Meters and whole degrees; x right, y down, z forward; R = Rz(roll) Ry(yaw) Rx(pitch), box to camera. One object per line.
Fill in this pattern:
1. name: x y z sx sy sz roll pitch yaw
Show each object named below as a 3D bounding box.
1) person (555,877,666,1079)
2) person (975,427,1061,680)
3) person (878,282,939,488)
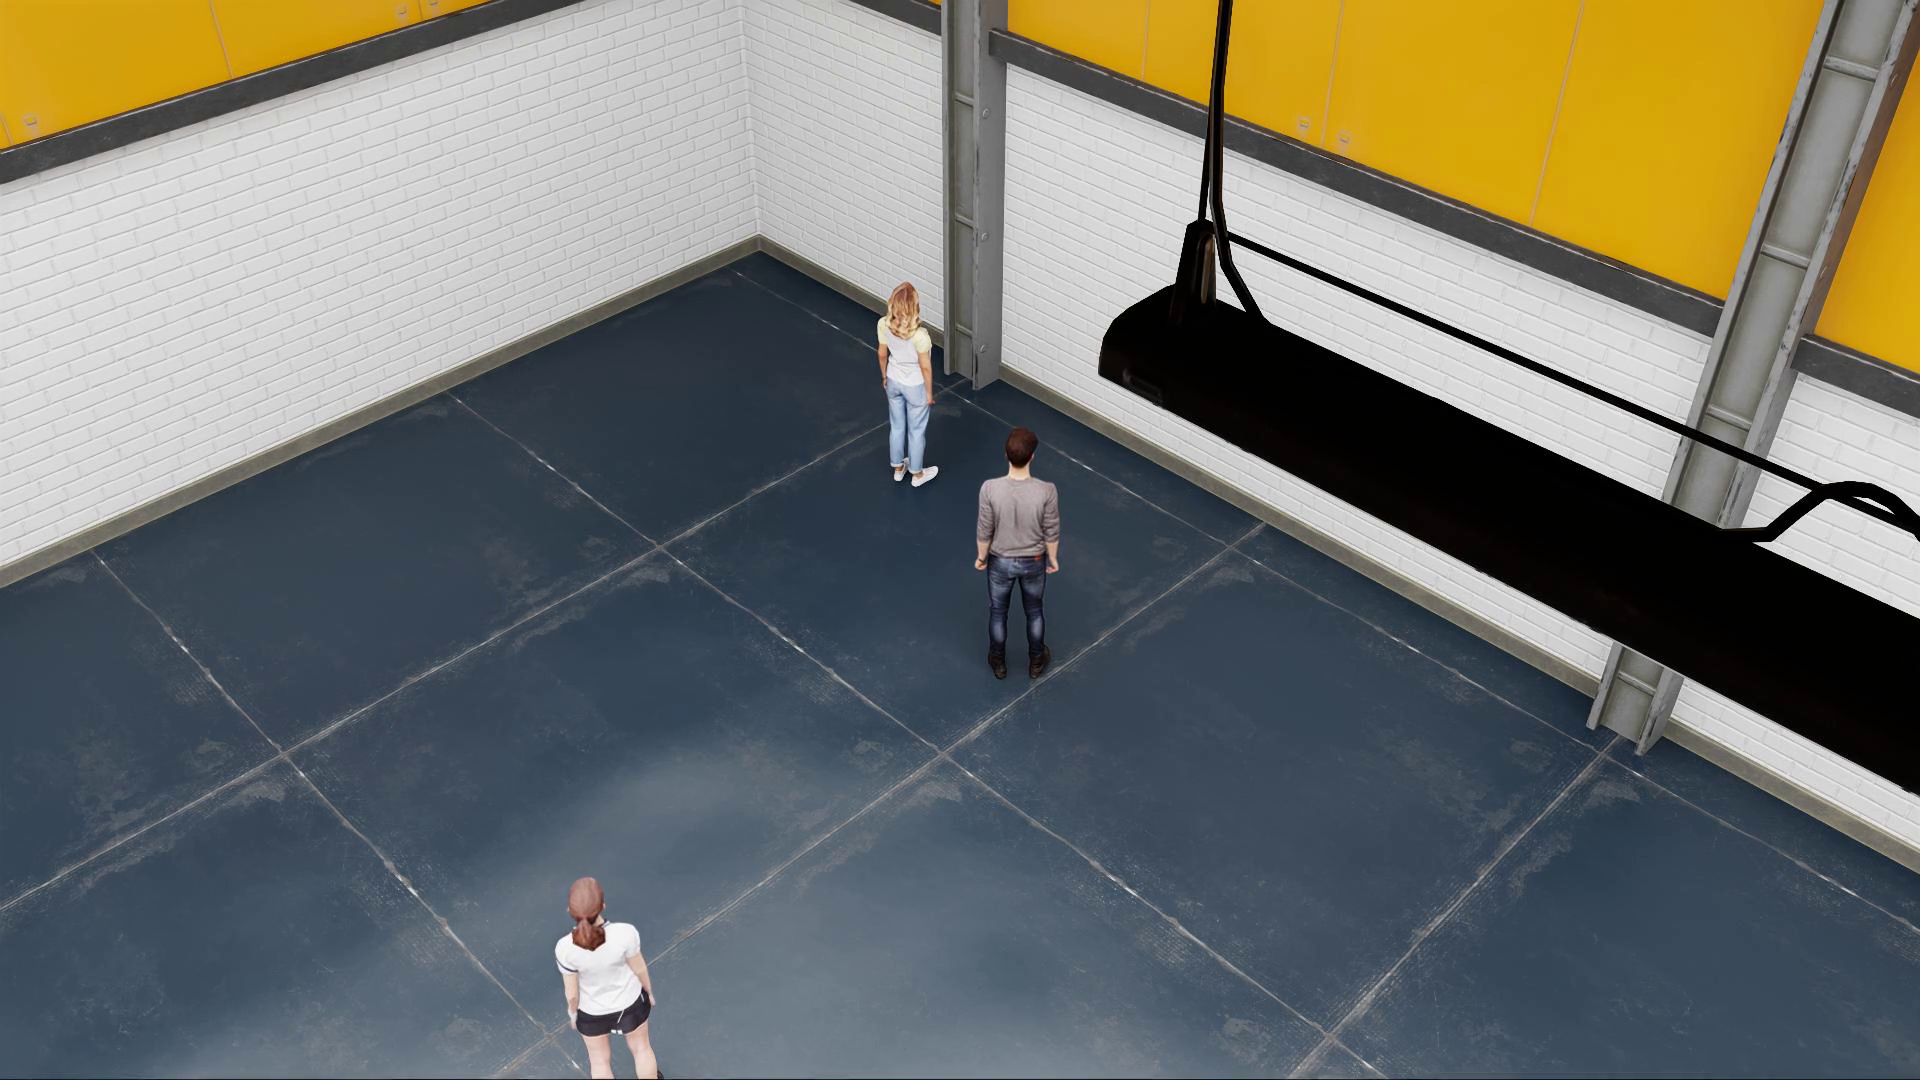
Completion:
1. person: -1.720 2.276 8.161 0.663 1.752 0.684 -12 40 -14
2. person: 0.366 0.119 10.742 0.754 1.903 0.823 1 39 1
3. person: -0.395 -1.160 12.487 0.572 1.723 0.735 20 43 24
